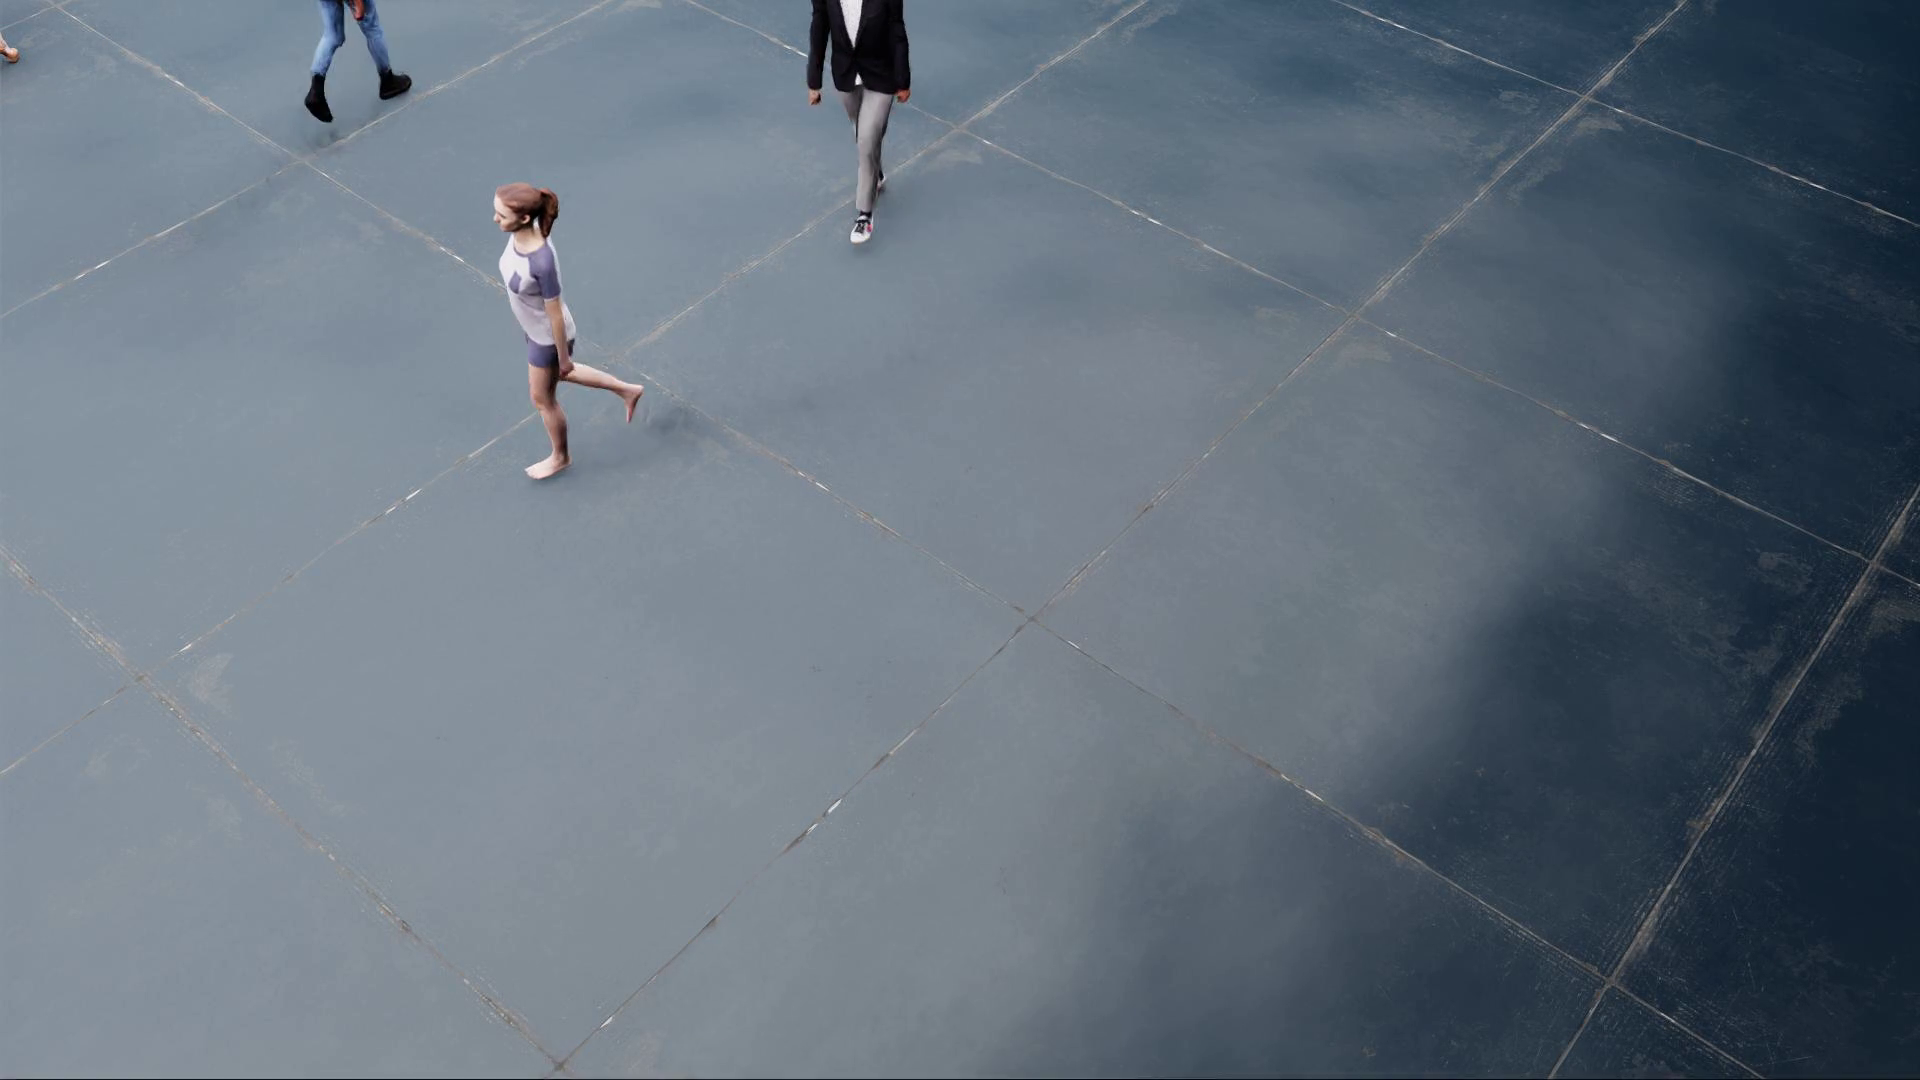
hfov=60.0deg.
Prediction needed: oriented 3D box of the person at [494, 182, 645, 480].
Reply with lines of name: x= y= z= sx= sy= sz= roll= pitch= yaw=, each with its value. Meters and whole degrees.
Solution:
person: x=-1.960 y=-1.057 z=8.234 sx=1.013 sy=1.746 sz=0.842 roll=-16 pitch=49 yaw=-15

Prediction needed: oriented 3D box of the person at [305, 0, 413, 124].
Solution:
person: x=-3.964 y=-3.416 z=10.463 sx=0.774 sy=1.676 sz=1.102 roll=17 pitch=50 yaw=15

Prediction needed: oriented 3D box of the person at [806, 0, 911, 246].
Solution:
person: x=-0.528 y=-2.776 z=9.703 sx=0.939 sy=1.923 sz=1.110 roll=15 pitch=49 yaw=14
